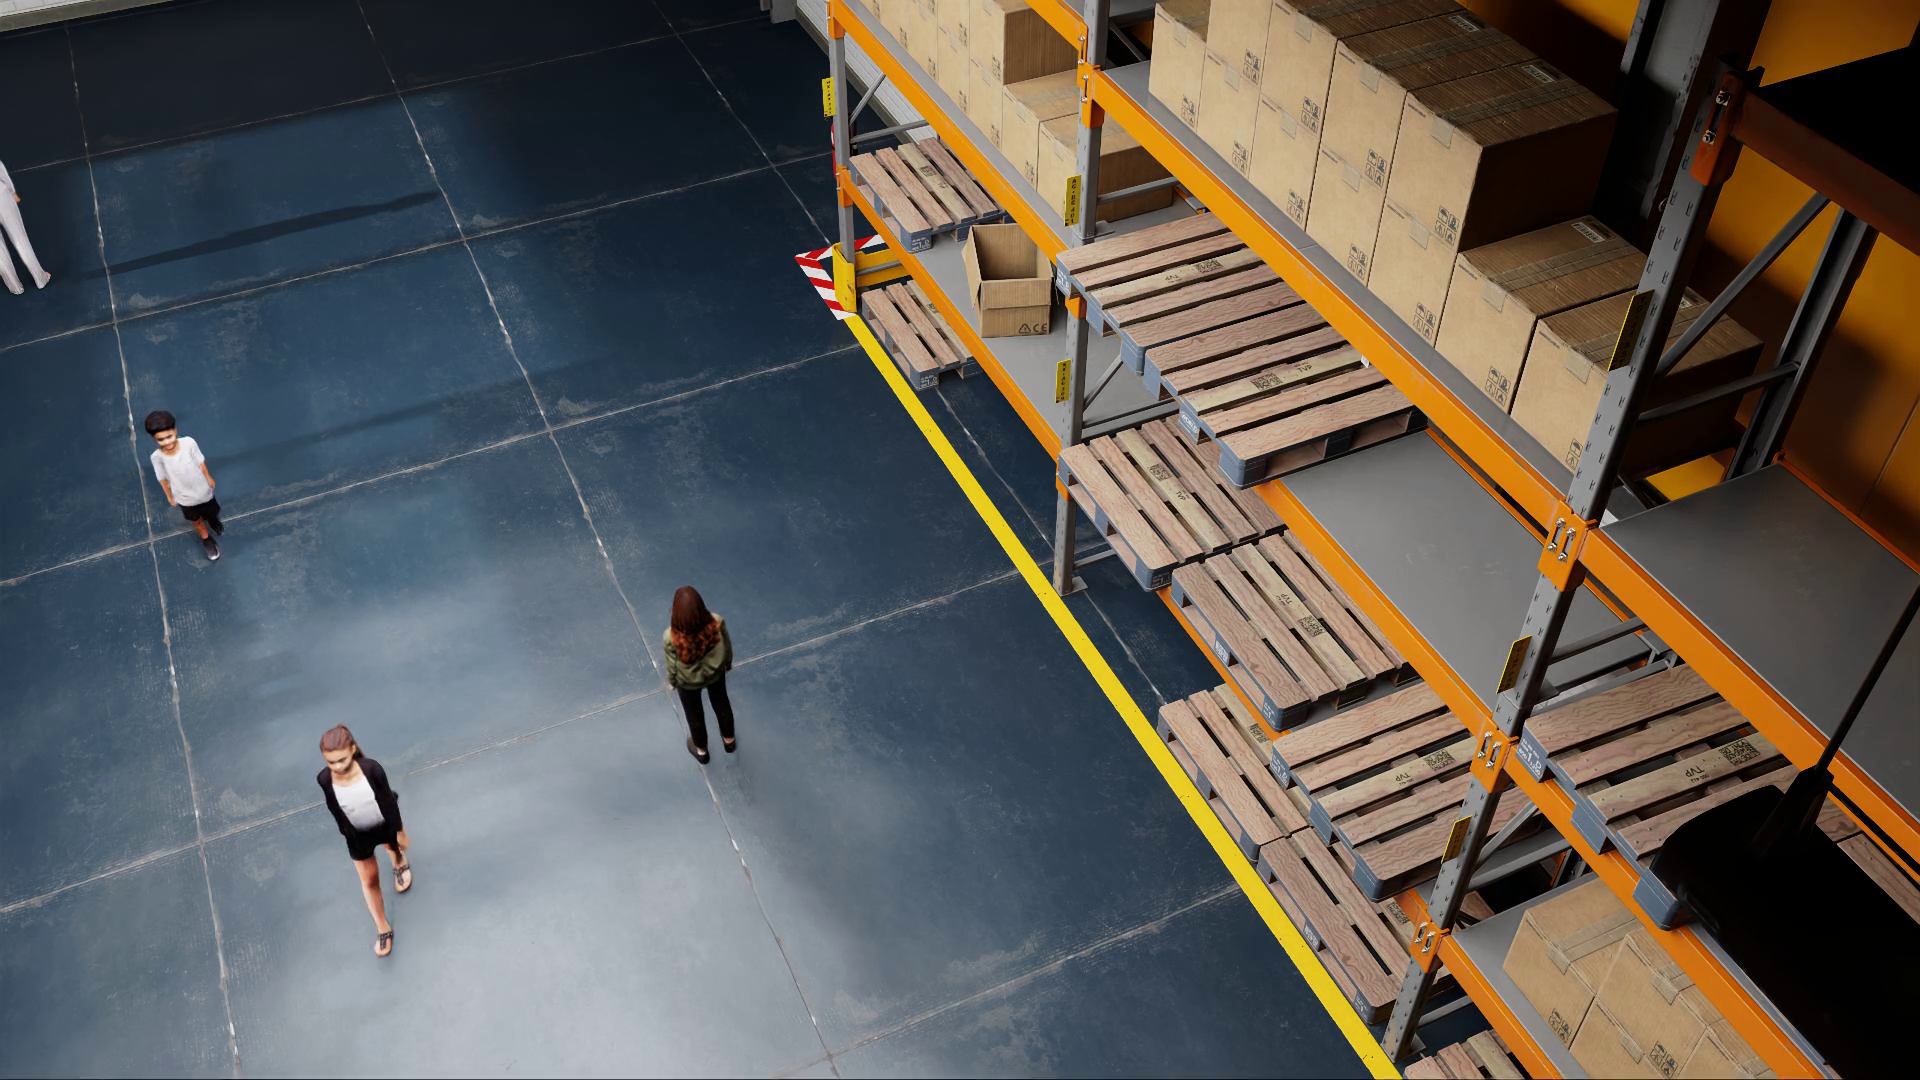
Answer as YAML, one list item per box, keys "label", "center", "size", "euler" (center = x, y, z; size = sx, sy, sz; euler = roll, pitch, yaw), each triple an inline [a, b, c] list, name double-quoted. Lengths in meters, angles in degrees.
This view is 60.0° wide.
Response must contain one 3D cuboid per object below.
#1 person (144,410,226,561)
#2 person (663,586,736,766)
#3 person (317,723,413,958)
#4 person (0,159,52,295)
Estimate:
- label: "person"
  center: [-5.510, -0.435, 11.844]
  size: [0.537, 1.250, 0.642]
  euler: [-25, 49, -24]
- label: "person"
  center: [-1.616, 0.831, 10.353]
  size: [0.583, 1.475, 0.500]
  euler: [-19, 47, -19]
- label: "person"
  center: [-3.383, 1.555, 9.556]
  size: [0.608, 1.525, 1.006]
  euler: [-13, 45, -13]
- label: "person"
  center: [-8.192, -2.869, 14.020]
  size: [0.582, 1.774, 0.518]
  euler: [-18, 46, -18]
